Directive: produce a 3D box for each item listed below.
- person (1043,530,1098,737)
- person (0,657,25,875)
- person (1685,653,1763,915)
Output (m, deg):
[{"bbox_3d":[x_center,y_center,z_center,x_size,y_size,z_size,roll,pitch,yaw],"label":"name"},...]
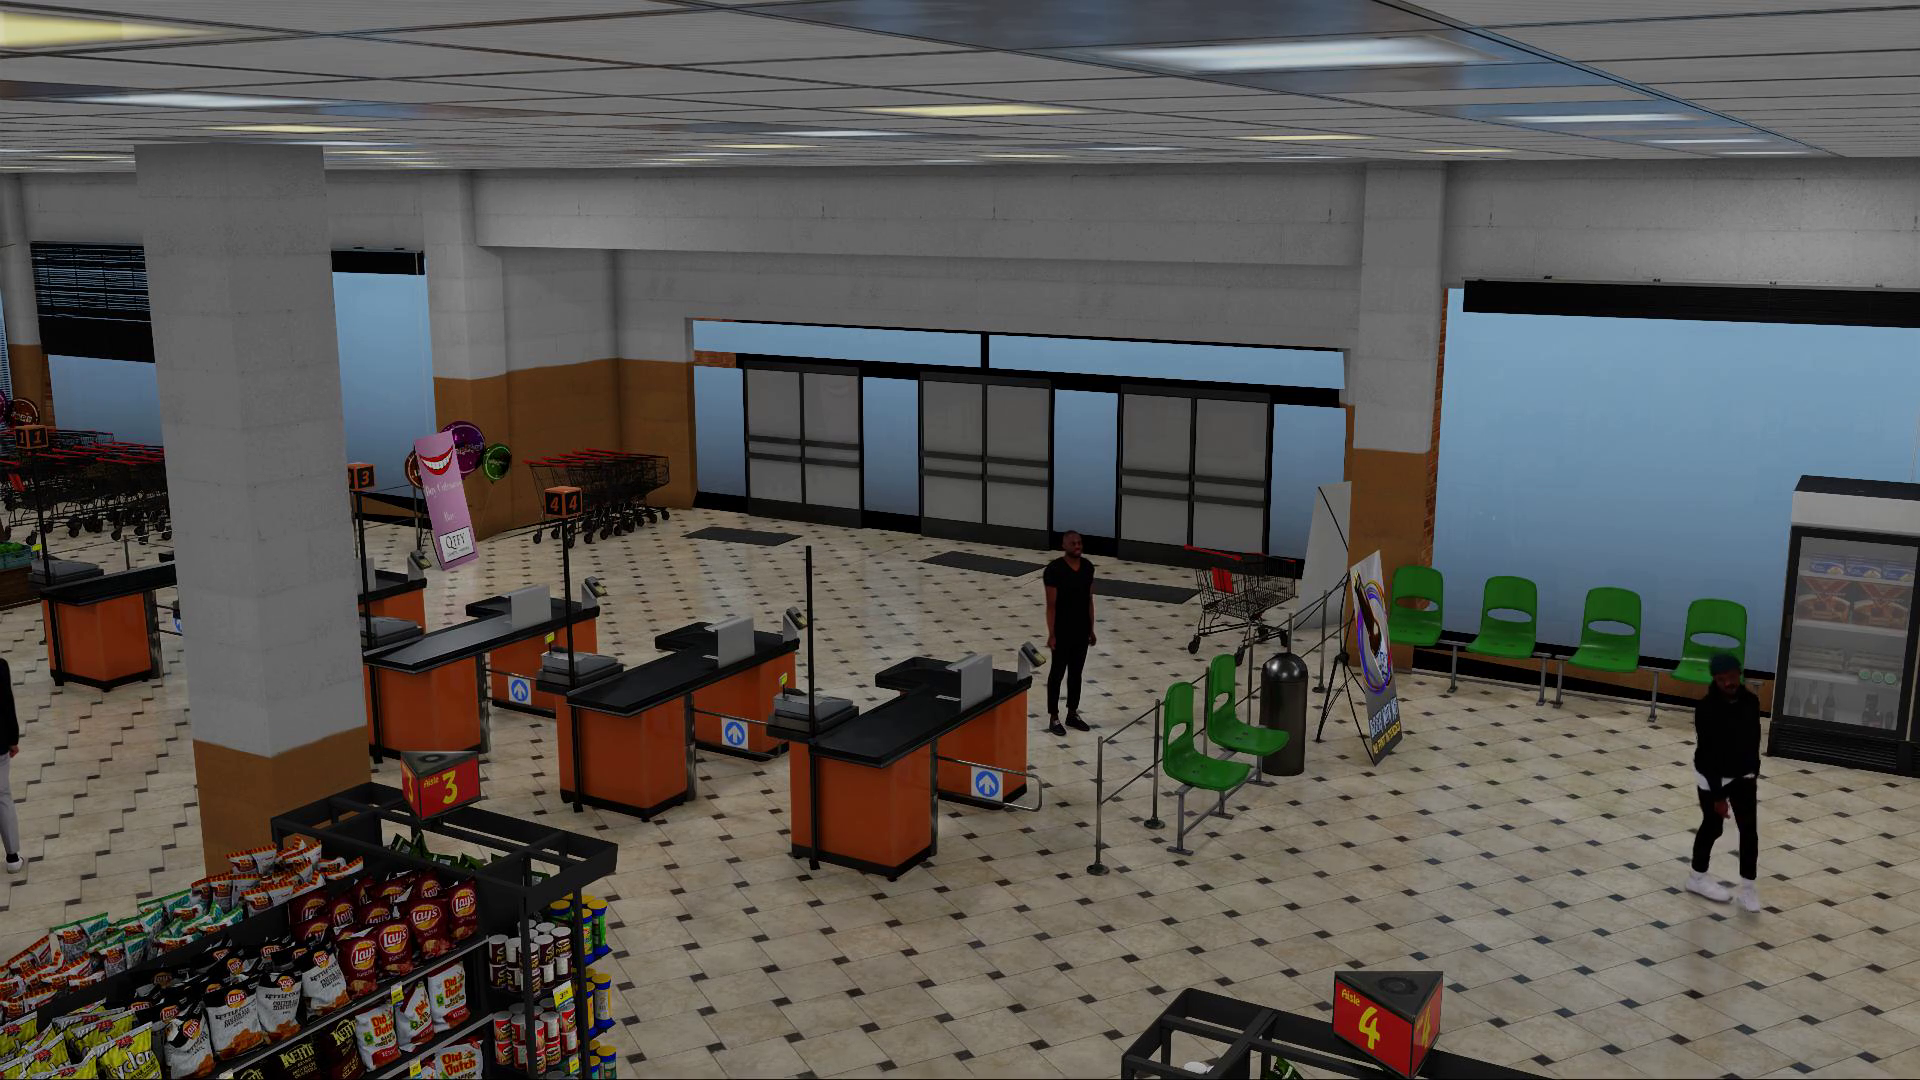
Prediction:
[{"bbox_3d":[0.965,0.801,14.731,0.687,1.819,0.811,-7,14,-29],"label":"person"},{"bbox_3d":[-6.839,1.403,11.556,0.672,1.950,0.839,-10,15,-39],"label":"person"},{"bbox_3d":[5.096,1.586,11.122,0.999,1.770,1.060,-5,13,-24],"label":"person"}]
